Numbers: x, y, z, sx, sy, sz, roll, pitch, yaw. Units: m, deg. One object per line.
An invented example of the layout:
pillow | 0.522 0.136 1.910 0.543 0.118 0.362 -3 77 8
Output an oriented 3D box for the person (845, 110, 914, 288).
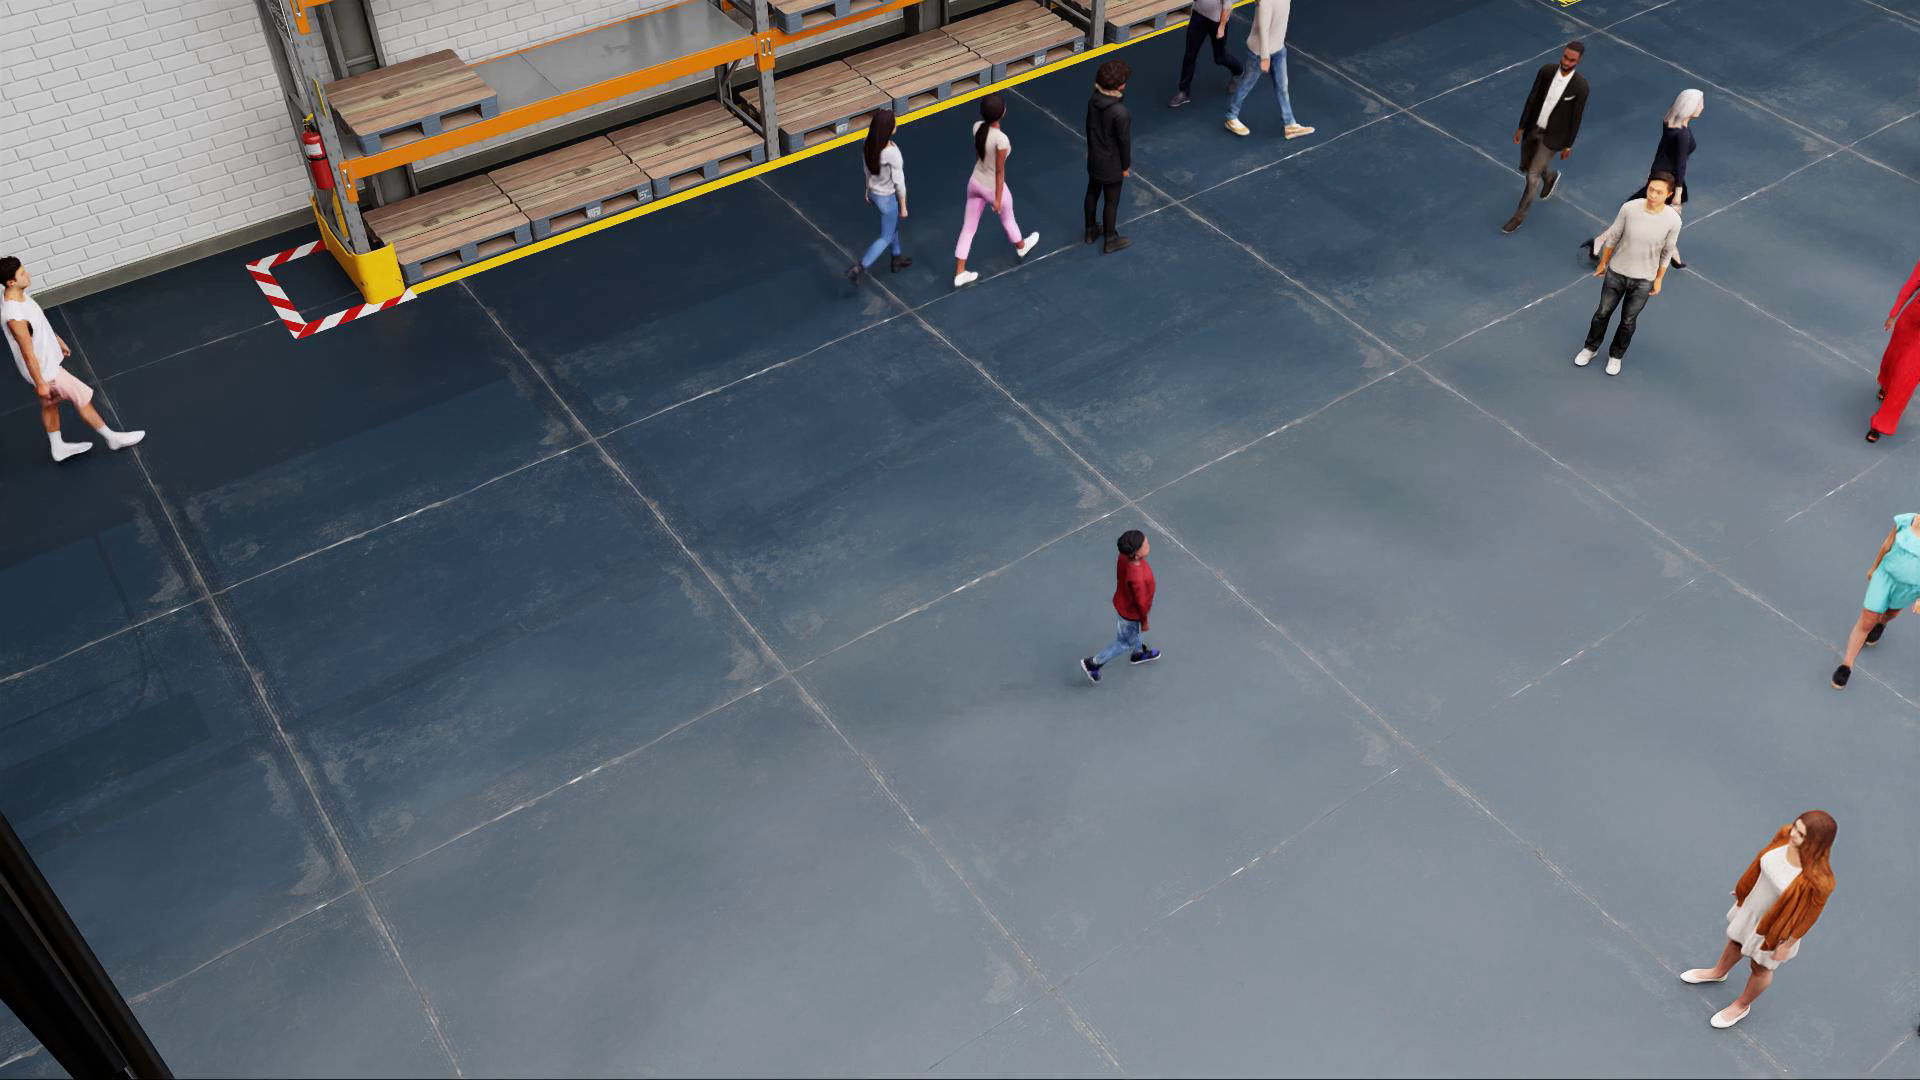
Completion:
person | -0.704 -2.846 14.064 1.018 1.608 0.661 -29 51 -27

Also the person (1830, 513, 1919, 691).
person | 6.188 0.231 10.897 0.760 1.521 1.109 30 51 27

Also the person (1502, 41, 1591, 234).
person | 5.232 -3.613 14.747 1.076 1.775 0.730 -31 52 -28

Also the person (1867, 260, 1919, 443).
person | 7.361 -1.643 12.702 0.757 1.743 1.148 34 53 31

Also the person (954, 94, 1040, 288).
person | 0.173 -2.914 14.074 1.202 1.691 0.690 -31 51 -28

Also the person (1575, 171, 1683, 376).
person | 5.326 -2.130 13.164 0.733 1.811 0.694 22 48 21

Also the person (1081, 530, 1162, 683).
person | 1.069 0.440 10.877 0.880 1.245 0.715 -7 44 -7

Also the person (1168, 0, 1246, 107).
person | 2.544 -5.155 16.339 1.157 1.813 0.771 -34 53 -30

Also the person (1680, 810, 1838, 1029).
person | 4.348 1.992 8.901 0.682 1.723 0.686 -10 44 -10

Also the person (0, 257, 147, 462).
person | -6.882 -1.280 12.307 0.945 1.763 0.739 -20 47 -20

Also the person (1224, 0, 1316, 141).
person | 2.820 -4.705 15.834 1.037 1.856 1.174 26 49 25

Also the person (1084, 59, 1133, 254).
person | 1.275 -3.326 14.444 0.601 1.778 0.645 -31 52 -28

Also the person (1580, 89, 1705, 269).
person | 5.907 -3.028 14.190 1.203 1.698 1.094 4 44 5
